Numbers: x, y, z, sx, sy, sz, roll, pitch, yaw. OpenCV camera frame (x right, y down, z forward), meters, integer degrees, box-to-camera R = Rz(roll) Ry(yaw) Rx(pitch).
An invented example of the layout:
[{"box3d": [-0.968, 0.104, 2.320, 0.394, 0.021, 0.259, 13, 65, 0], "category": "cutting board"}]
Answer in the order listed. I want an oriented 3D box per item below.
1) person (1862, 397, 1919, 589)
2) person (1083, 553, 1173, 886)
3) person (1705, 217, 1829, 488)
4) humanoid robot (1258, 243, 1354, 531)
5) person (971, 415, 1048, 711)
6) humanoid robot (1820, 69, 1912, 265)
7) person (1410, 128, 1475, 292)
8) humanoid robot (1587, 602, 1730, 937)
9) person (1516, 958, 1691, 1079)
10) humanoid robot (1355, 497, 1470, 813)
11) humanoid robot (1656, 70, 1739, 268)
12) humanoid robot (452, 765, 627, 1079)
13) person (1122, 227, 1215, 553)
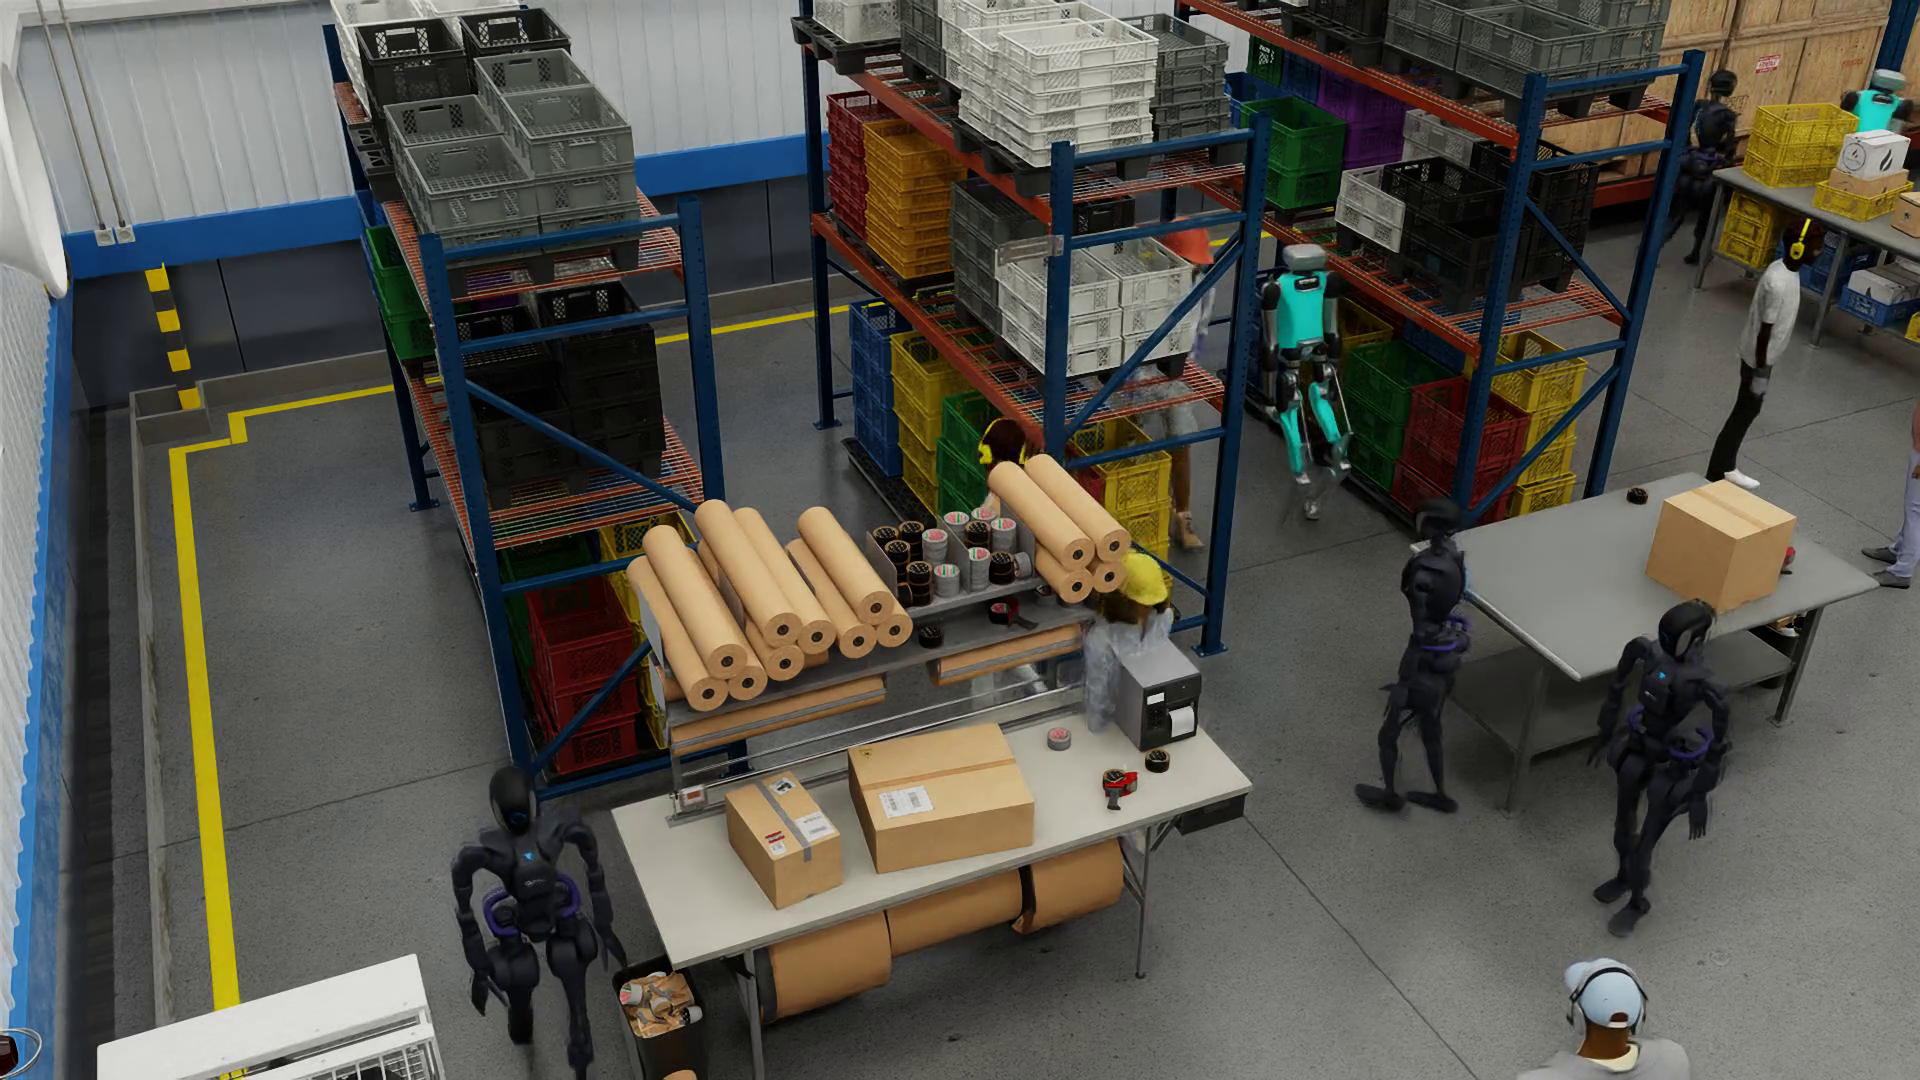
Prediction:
[{"box3d": [5.476, -0.547, 9.432, 0.324, 1.765, 0.532, 16, 35, 24], "category": "person"}, {"box3d": [0.743, 0.810, 7.262, 0.484, 1.730, 0.386, -17, 35, -25], "category": "person"}, {"box3d": [4.956, -1.102, 10.247, 0.330, 1.861, 0.524, 19, 37, 28], "category": "person"}, {"box3d": [2.114, -0.791, 9.902, 0.538, 1.813, 0.821, -12, 34, -19], "category": "humanoid robot"}, {"box3d": [0.254, 0.292, 8.006, 0.626, 1.838, 0.602, 15, 35, 23], "category": "person"}, {"box3d": [6.996, -2.679, 12.950, 0.552, 1.756, 1.002, 7, 32, 12], "category": "humanoid robot"}, {"box3d": [3.507, -2.216, 12.079, 0.501, 1.838, 0.340, 25, 40, 35], "category": "person"}, {"box3d": [2.968, 0.945, 7.089, 0.383, 1.643, 0.613, -18, 36, -27], "category": "humanoid robot"}, {"box3d": [1.875, 2.012, 5.198, 0.588, 1.846, 0.407, -9, 33, -14], "category": "person"}, {"box3d": [2.194, 0.573, 7.703, 0.475, 1.631, 0.596, 17, 35, 25], "category": "humanoid robot"}, {"box3d": [6.027, -2.994, 13.541, 0.654, 1.662, 0.600, -11, 33, -17], "category": "humanoid robot"}, {"box3d": [-1.599, 1.461, 6.281, 0.584, 1.636, 0.707, -15, 35, -23], "category": "humanoid robot"}, {"box3d": [1.222, -0.968, 9.916, 0.615, 1.977, 1.111, -9, 33, -15], "category": "person"}]
